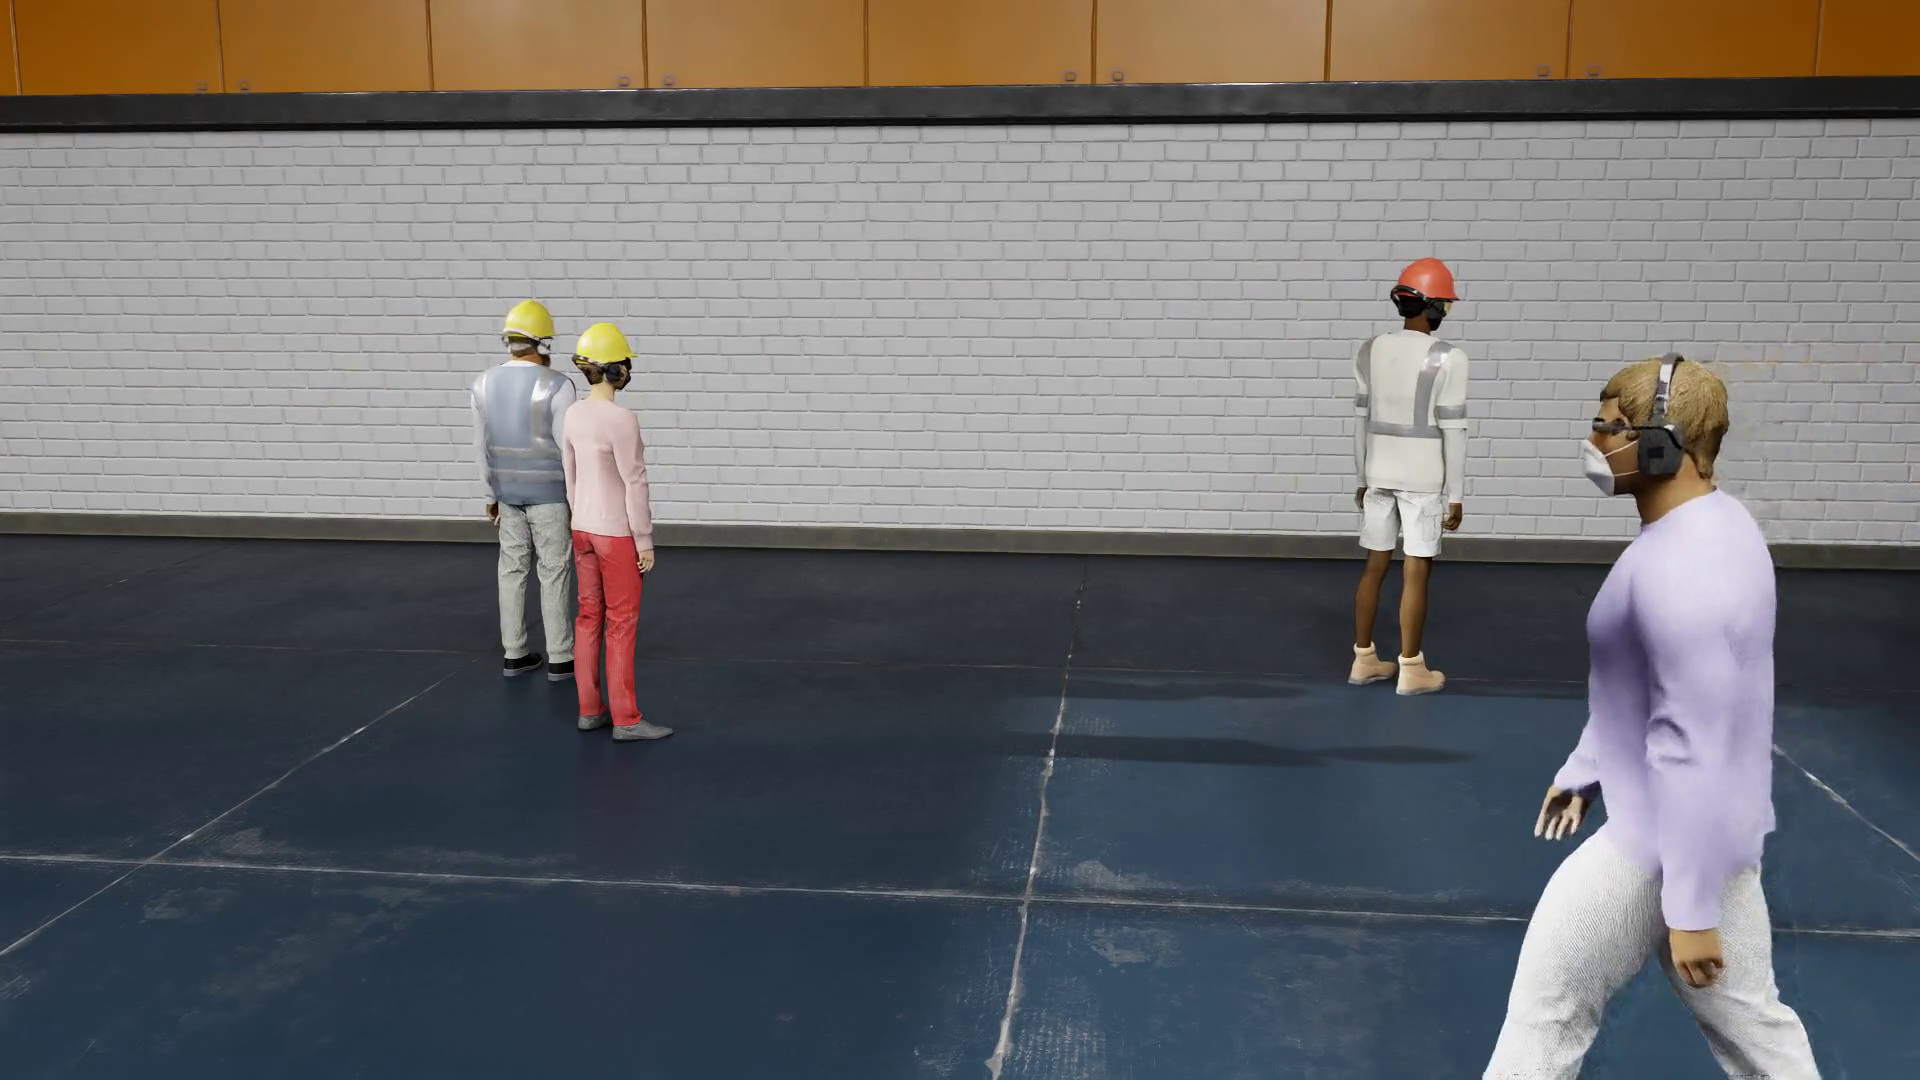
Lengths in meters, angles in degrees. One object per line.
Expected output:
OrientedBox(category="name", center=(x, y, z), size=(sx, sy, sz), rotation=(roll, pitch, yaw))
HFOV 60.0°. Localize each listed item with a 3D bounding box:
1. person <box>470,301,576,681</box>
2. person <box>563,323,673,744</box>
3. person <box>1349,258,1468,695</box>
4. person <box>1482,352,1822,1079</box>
OrientedBox(category="person", center=(-2.049, -0.233, 8.047), size=(0.603, 1.828, 0.404), rotation=(4, 11, 23))
OrientedBox(category="person", center=(-1.472, -0.026, 7.039), size=(0.525, 1.772, 0.303), rotation=(10, 14, 44))
OrientedBox(category="person", center=(2.104, -0.291, 7.794), size=(0.391, 2.040, 0.617), rotation=(-8, 13, -39))
OrientedBox(category="person", center=(1.324, 0.577, 3.274), size=(1.039, 1.882, 0.628), rotation=(7, 12, 34))
